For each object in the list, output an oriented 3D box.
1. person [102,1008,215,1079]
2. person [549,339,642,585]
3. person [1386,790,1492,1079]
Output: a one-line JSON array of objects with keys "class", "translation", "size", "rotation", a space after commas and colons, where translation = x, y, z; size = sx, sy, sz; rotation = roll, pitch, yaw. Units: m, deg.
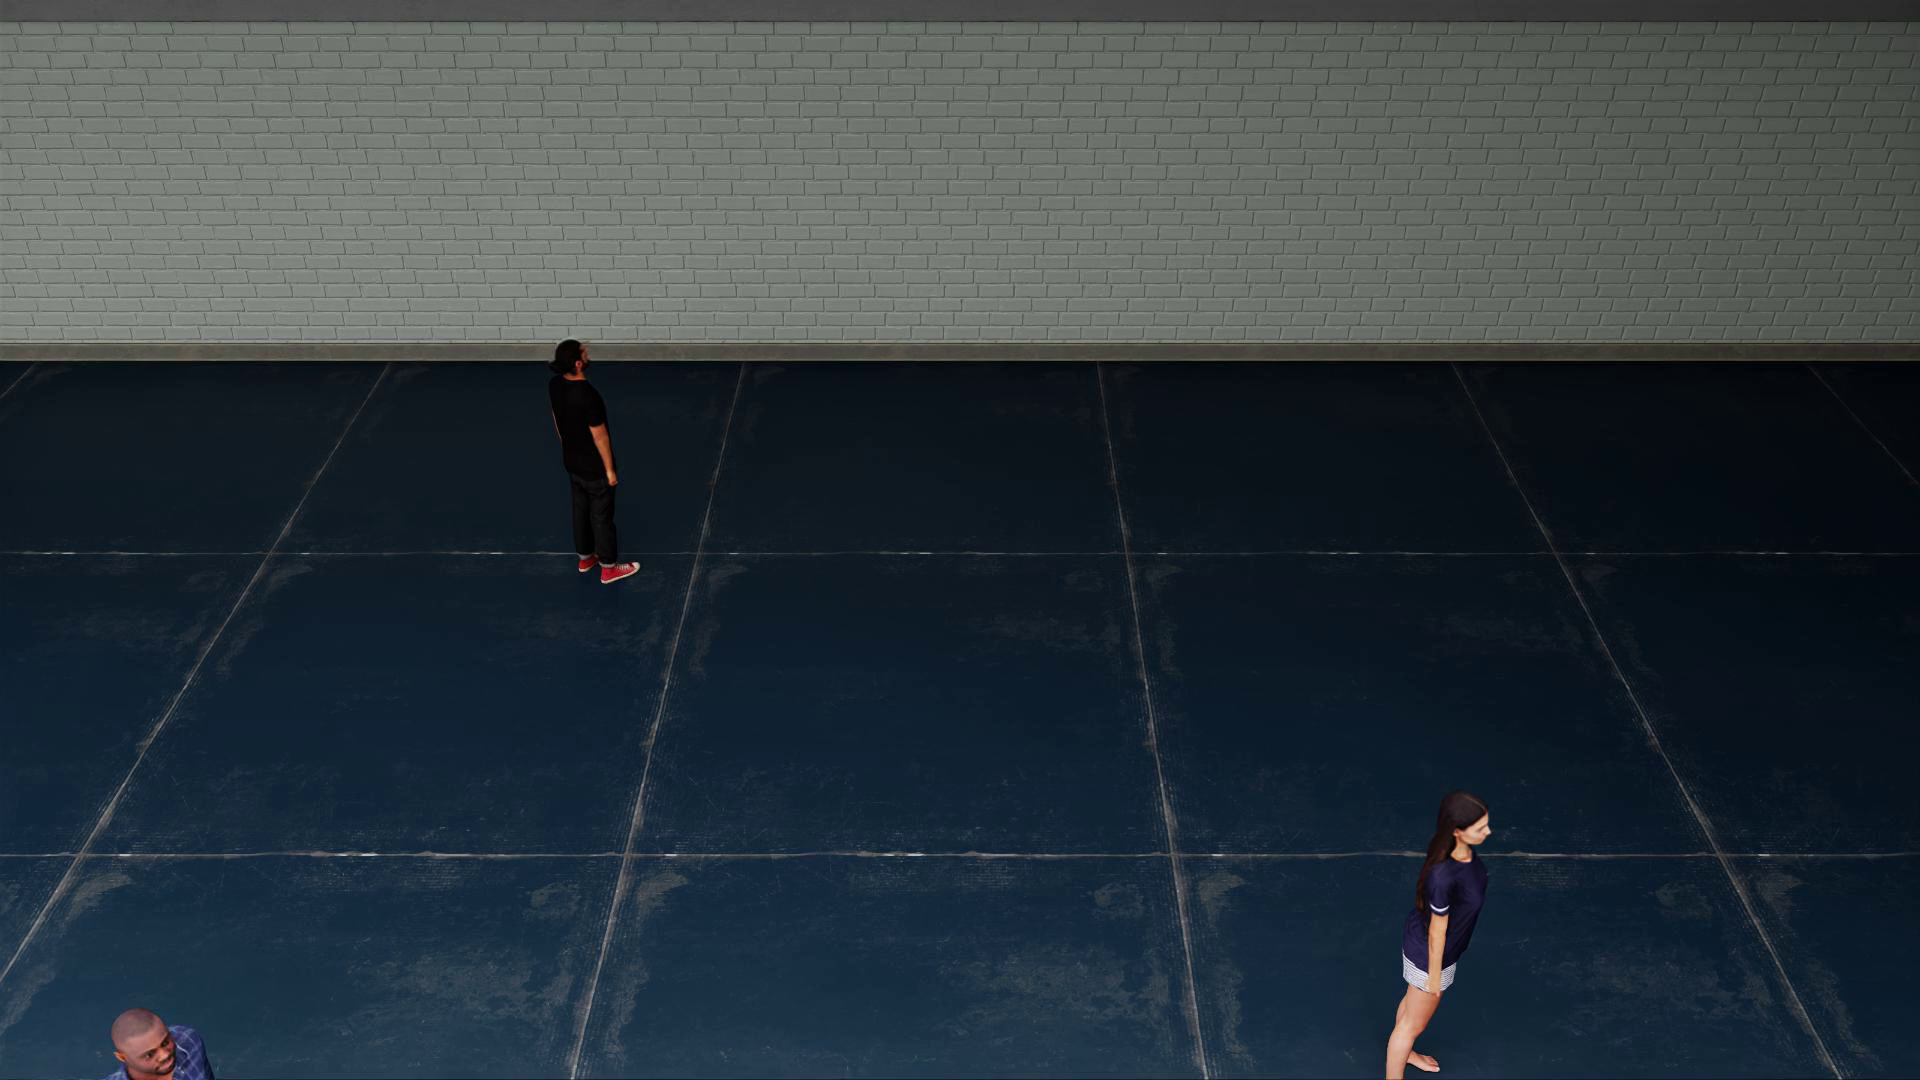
[{"class": "person", "translation": [-3.012, 2.442, 6.396], "size": [1.131, 1.772, 1.241], "rotation": [16, 36, 23]}, {"class": "person", "translation": [-2.457, -0.524, 10.970], "size": [0.734, 1.758, 0.779], "rotation": [24, 40, 32]}, {"class": "person", "translation": [2.096, 1.801, 7.385], "size": [0.703, 1.767, 0.581], "rotation": [13, 35, 19]}]
